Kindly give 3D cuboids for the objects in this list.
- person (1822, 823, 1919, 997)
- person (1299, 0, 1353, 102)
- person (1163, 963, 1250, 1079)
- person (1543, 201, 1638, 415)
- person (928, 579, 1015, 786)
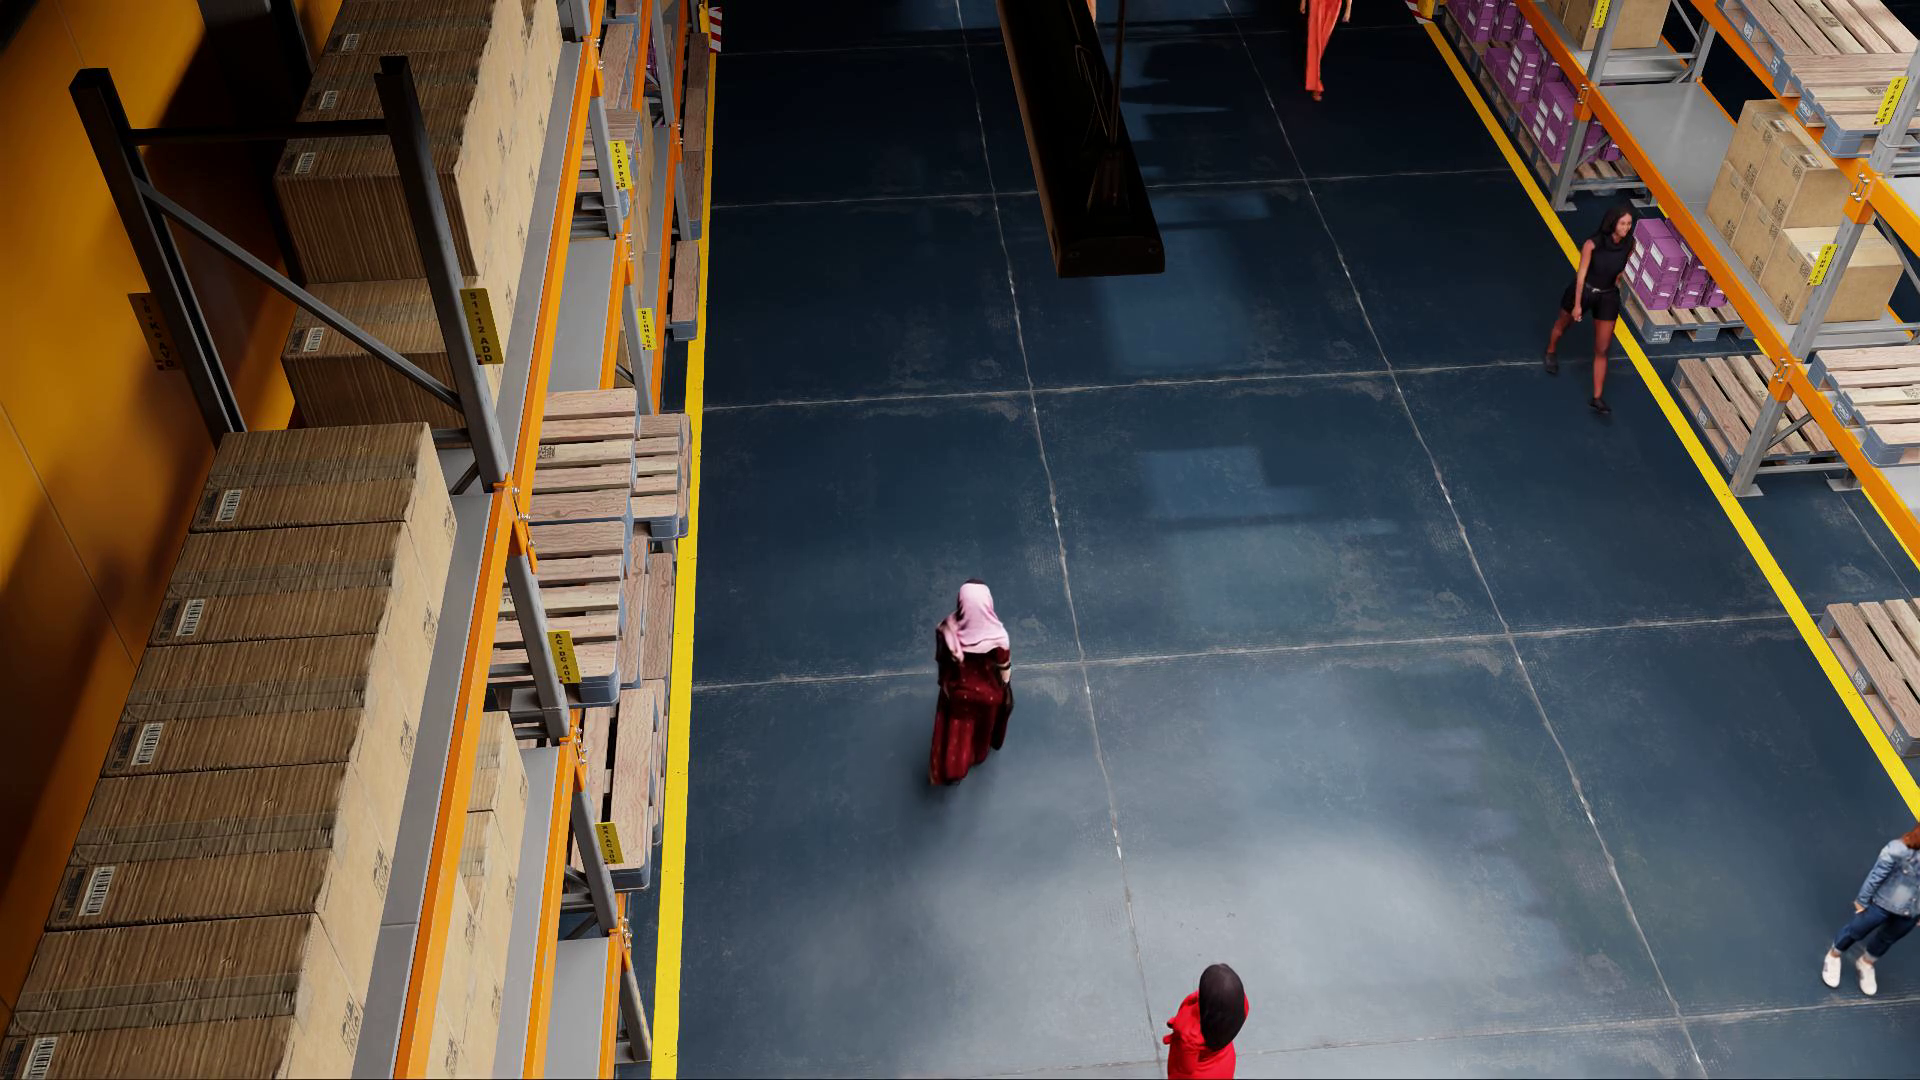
[{"bbox_3d":[5.161,1.980,9.164,0.594,1.476,0.565,6,44,6],"label":"person"},{"bbox_3d":[3.667,-5.401,16.720,0.773,1.740,1.327,2,44,2],"label":"person"},{"bbox_3d":[1.208,2.634,8.280,0.786,1.748,0.735,35,53,31],"label":"person"},{"bbox_3d":[4.925,-1.923,13.109,0.597,1.684,1.171,-3,44,-3],"label":"person"},{"bbox_3d":[0.073,0.924,10.165,0.808,1.623,0.942,11,45,11],"label":"person"}]
